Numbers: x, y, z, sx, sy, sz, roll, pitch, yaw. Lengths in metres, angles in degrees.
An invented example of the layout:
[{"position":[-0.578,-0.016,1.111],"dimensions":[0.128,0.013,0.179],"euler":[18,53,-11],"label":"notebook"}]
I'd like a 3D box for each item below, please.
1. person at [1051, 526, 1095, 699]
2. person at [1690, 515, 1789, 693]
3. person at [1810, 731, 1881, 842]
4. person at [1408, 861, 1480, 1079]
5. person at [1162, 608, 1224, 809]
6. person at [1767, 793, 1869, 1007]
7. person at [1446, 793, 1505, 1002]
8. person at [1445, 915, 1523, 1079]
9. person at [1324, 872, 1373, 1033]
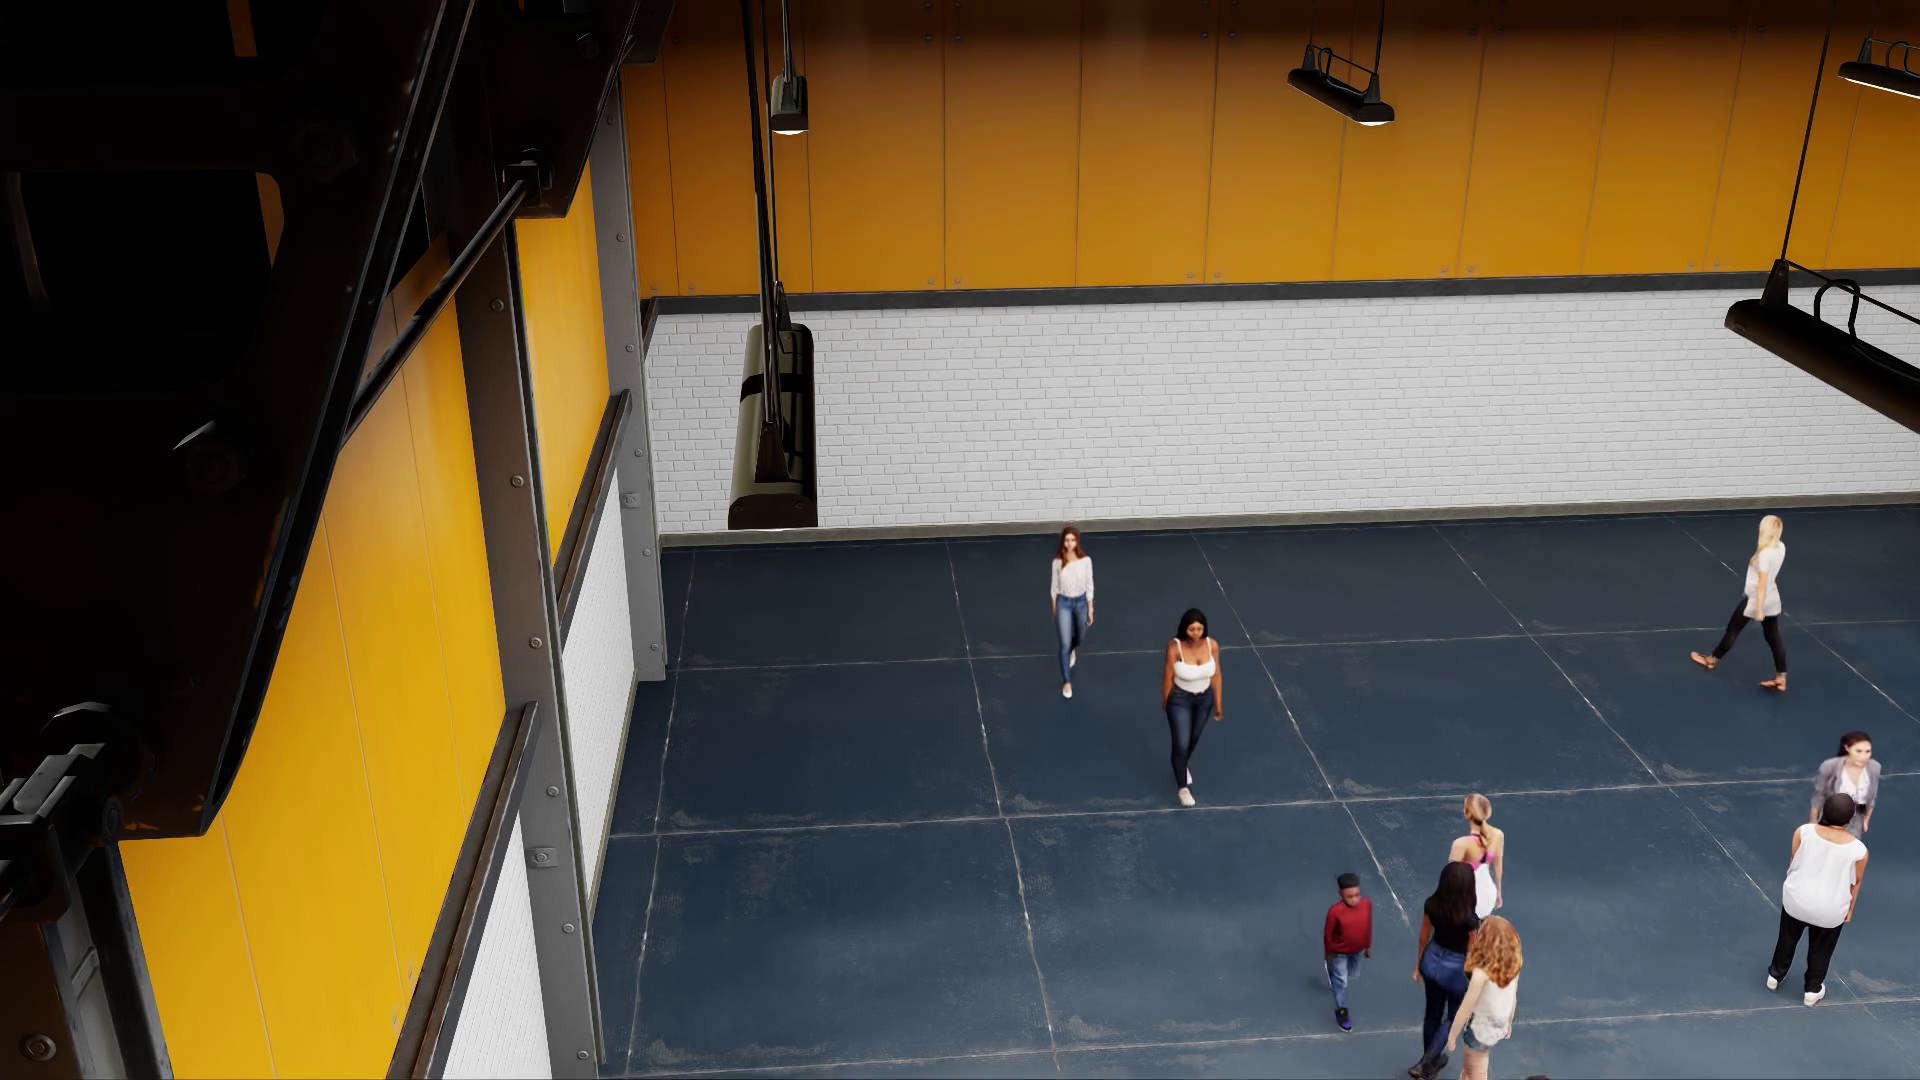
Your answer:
[{"position":[1.110,0.640,16.454],"dimensions":[0.592,1.709,1.043],"euler":[-1,24,-2],"label":"person"},{"position":[7.960,0.659,16.323],"dimensions":[1.039,1.778,1.232],"euler":[-18,30,-36],"label":"person"},{"position":[6.842,2.167,13.026],"dimensions":[0.698,1.655,0.743],"euler":[3,24,6],"label":"person"},{"position":[3.203,2.968,11.111],"dimensions":[0.866,1.722,0.912],"euler":[21,31,39],"label":"person"},{"position":[1.998,1.384,14.667],"dimensions":[0.734,1.777,1.056],"euler":[-6,24,-13],"label":"person"},{"position":[6.214,2.573,12.059],"dimensions":[0.758,1.686,0.821],"euler":[19,30,37],"label":"person"},{"position":[3.686,2.635,11.805],"dimensions":[0.721,1.776,0.736],"euler":[-10,26,-22],"label":"person"},{"position":[3.388,3.198,10.577],"dimensions":[0.865,1.729,1.062],"euler":[-14,27,-28],"label":"person"},{"position":[2.745,2.876,11.924],"dimensions":[0.616,1.240,0.804],"euler":[-10,25,-21],"label":"person"}]
